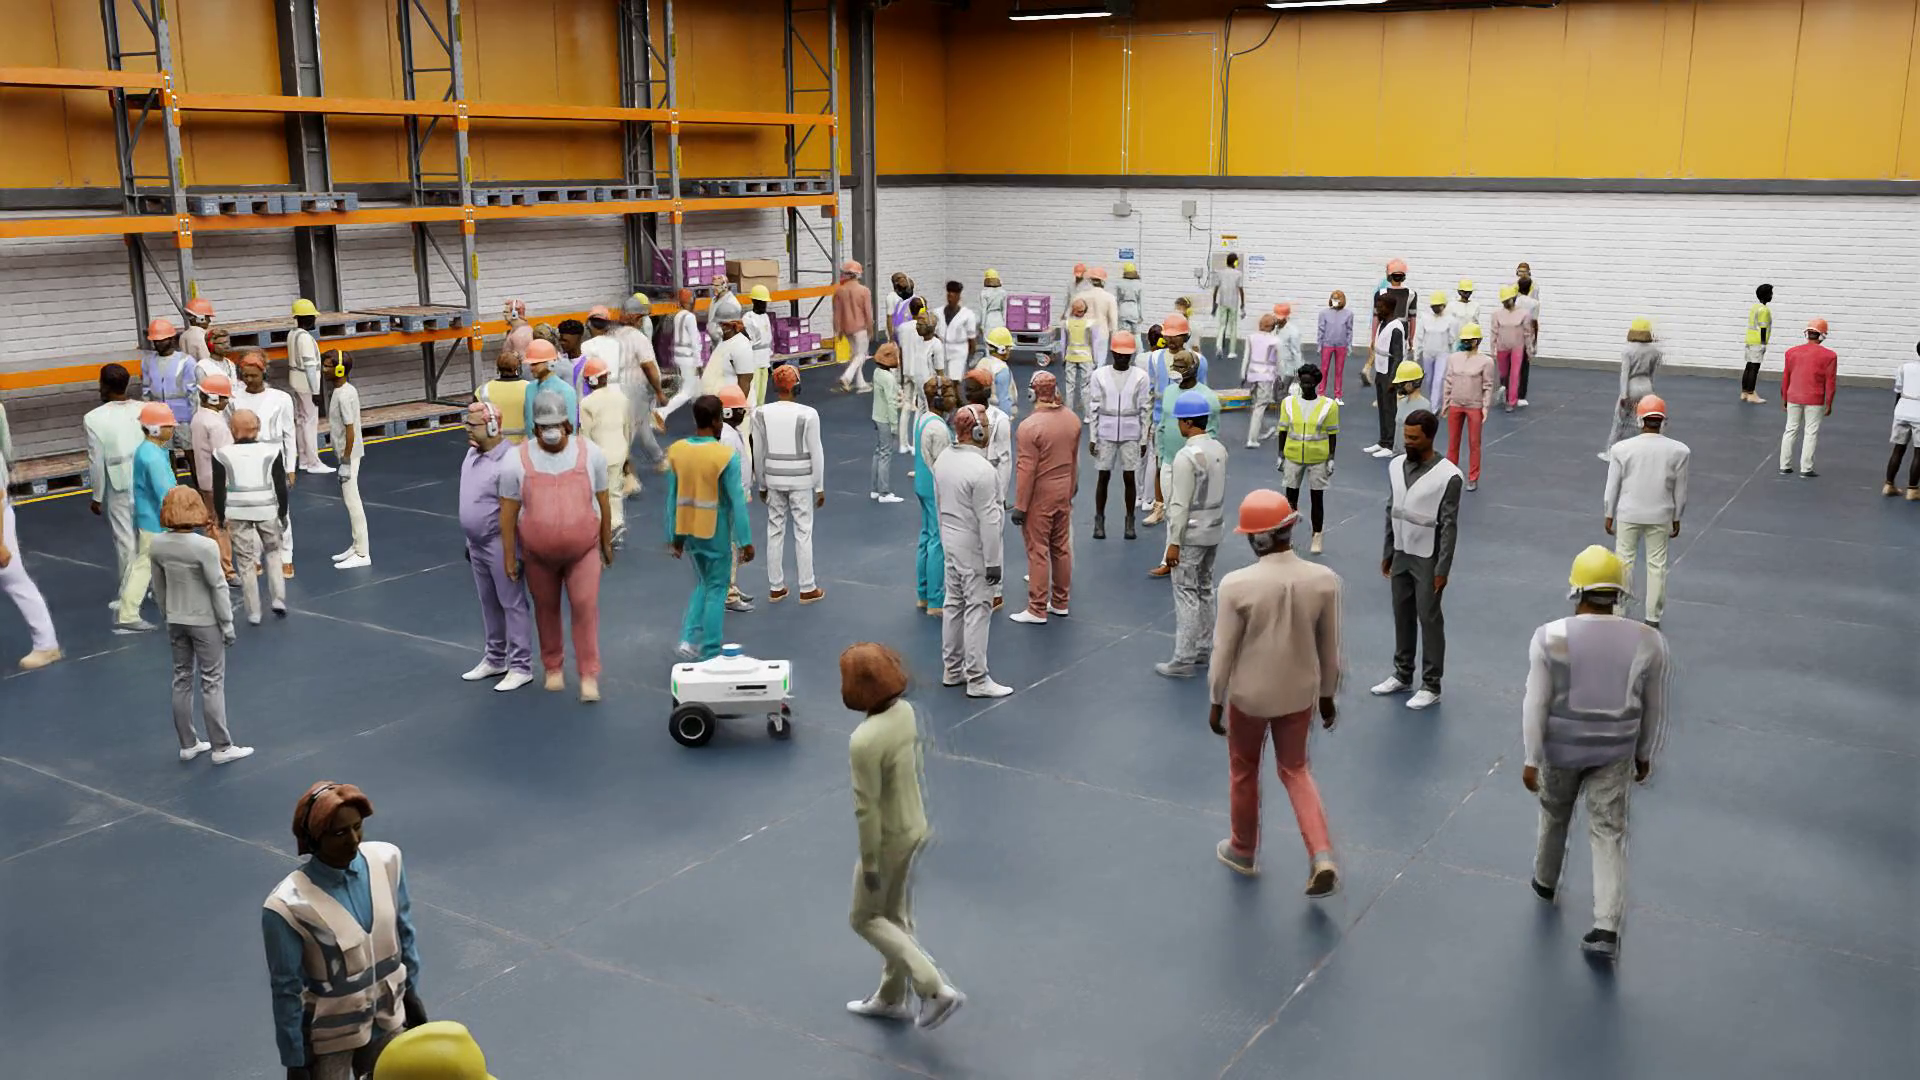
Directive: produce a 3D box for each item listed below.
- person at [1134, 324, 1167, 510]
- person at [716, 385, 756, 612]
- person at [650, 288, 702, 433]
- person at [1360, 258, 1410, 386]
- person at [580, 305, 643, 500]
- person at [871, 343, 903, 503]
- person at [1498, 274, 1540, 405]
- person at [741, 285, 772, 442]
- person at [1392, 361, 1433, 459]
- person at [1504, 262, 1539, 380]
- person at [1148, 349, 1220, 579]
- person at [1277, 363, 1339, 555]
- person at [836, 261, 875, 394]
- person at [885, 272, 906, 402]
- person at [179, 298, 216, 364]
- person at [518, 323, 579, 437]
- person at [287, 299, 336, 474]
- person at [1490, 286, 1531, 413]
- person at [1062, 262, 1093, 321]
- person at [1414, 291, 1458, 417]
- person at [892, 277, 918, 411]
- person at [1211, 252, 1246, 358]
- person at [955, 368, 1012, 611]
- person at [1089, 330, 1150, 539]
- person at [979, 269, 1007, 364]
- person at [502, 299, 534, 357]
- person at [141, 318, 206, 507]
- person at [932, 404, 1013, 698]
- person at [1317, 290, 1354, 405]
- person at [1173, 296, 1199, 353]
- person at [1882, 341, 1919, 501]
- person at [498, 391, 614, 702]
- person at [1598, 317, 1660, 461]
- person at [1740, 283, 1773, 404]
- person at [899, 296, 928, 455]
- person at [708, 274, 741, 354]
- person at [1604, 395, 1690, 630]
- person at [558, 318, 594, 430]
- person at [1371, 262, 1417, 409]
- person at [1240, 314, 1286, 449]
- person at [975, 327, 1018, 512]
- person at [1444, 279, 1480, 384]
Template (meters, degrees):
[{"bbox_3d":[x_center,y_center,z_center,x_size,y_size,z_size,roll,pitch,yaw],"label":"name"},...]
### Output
[{"bbox_3d":[1.916,-1.211,16.479,0.350,1.856,0.521,-8,15,-31],"label":"person"},{"bbox_3d":[-1.753,-0.327,12.855,0.326,1.751,0.559,-2,13,-7],"label":"person"},{"bbox_3d":[-3.502,-2.234,20.933,0.776,1.850,0.596,-5,14,-20],"label":"person"},{"bbox_3d":[6.538,-3.303,25.304,0.875,1.965,0.629,-4,14,-17],"label":"person"},{"bbox_3d":[-3.631,-1.379,16.938,0.837,1.987,0.687,9,16,35],"label":"person"},{"bbox_3d":[-0.748,-1.188,16.872,0.275,1.626,0.503,-4,14,-19],"label":"person"},{"bbox_3d":[7.847,-2.779,23.313,0.534,1.862,0.613,9,16,34],"label":"person"},{"bbox_3d":[-2.476,-2.177,20.503,0.381,1.923,0.591,5,14,19],"label":"person"},{"bbox_3d":[3.859,-0.664,14.325,0.340,1.752,0.529,-3,13,-13],"label":"person"},{"bbox_3d":[8.781,-3.428,26.105,0.510,1.846,0.341,6,14,25],"label":"person"},{"bbox_3d":[1.837,-0.597,13.618,0.372,1.940,0.627,-9,16,-35],"label":"person"},{"bbox_3d":[3.049,-0.714,14.652,0.541,1.697,0.316,6,14,23],"label":"person"},{"bbox_3d":[-1.573,-3.108,24.464,0.642,1.961,0.760,9,16,34],"label":"person"},{"bbox_3d":[-0.898,-2.924,23.919,0.332,1.844,0.508,6,14,23],"label":"person"},{"bbox_3d":[-8.067,-1.580,17.768,0.610,1.990,0.389,11,17,40],"label":"person"},{"bbox_3d":[-3.884,-1.082,15.723,0.631,1.940,0.372,4,13,15],"label":"person"},{"bbox_3d":[-7.220,-1.700,18.427,0.373,1.928,0.584,-10,16,-36],"label":"person"},{"bbox_3d":[7.619,-2.654,23.012,0.547,1.723,0.760,6,14,26],"label":"person"},{"bbox_3d":[2.039,-3.863,28.273,0.778,1.719,0.602,-11,17,-38],"label":"person"},{"bbox_3d":[6.322,-2.438,22.097,0.529,1.734,0.850,8,15,32],"label":"person"},{"bbox_3d":[-0.724,-2.710,23.029,0.431,1.836,0.619,-7,15,-29],"label":"person"},{"bbox_3d":[4.649,-4.071,28.912,0.594,1.866,0.484,5,14,22],"label":"person"},{"bbox_3d":[0.146,-0.384,12.813,0.345,1.883,0.584,-11,17,-41],"label":"person"},{"bbox_3d":[1.456,-0.953,15.193,0.548,1.929,0.389,1,13,5],"label":"person"},{"bbox_3d":[0.511,-3.382,26.128,0.486,1.745,0.295,-8,15,-31],"label":"person"},{"bbox_3d":[-4.936,-1.732,18.614,0.410,1.909,0.642,-2,13,-10],"label":"person"},{"bbox_3d":[-7.707,-1.200,16.255,0.542,1.928,0.380,0,13,1],"label":"person"},{"bbox_3d":[0.092,0.069,10.792,0.409,1.913,0.648,-8,15,-30],"label":"person"},{"bbox_3d":[5.288,-2.713,23.468,0.501,1.632,0.286,1,13,4],"label":"person"},{"bbox_3d":[2.709,-2.039,20.147,0.530,1.829,0.534,-6,14,-23],"label":"person"},{"bbox_3d":[9.747,-1.237,16.947,0.320,1.683,0.541,-5,14,-22],"label":"person"},{"bbox_3d":[-2.569,0.039,10.639,0.712,2.000,0.890,-3,13,-14],"label":"person"},{"bbox_3d":[7.653,-1.664,18.791,0.494,1.692,0.911,-3,13,-11],"label":"person"},{"bbox_3d":[11.379,-2.804,23.722,0.322,1.697,0.535,2,13,10],"label":"person"},{"bbox_3d":[-0.515,-1.929,19.578,0.518,1.859,0.333,12,17,41],"label":"person"},{"bbox_3d":[-3.246,-2.681,22.765,0.400,1.899,0.648,-9,16,-33],"label":"person"},{"bbox_3d":[5.068,-0.203,12.332,0.565,1.744,0.351,3,13,14],"label":"person"},{"bbox_3d":[-3.647,-1.131,15.871,0.602,1.967,0.370,9,16,33],"label":"person"},{"bbox_3d":[6.007,-2.835,23.122,0.606,2.035,0.405,0,13,-1],"label":"person"},{"bbox_3d":[3.710,-1.933,20.154,0.834,1.595,0.520,-13,18,-44],"label":"person"},{"bbox_3d":[0.361,-1.185,16.431,0.403,1.823,0.594,-5,14,-22],"label":"person"},{"bbox_3d":[7.156,-2.835,23.707,0.525,1.769,0.312,-3,13,-12],"label":"person"}]
